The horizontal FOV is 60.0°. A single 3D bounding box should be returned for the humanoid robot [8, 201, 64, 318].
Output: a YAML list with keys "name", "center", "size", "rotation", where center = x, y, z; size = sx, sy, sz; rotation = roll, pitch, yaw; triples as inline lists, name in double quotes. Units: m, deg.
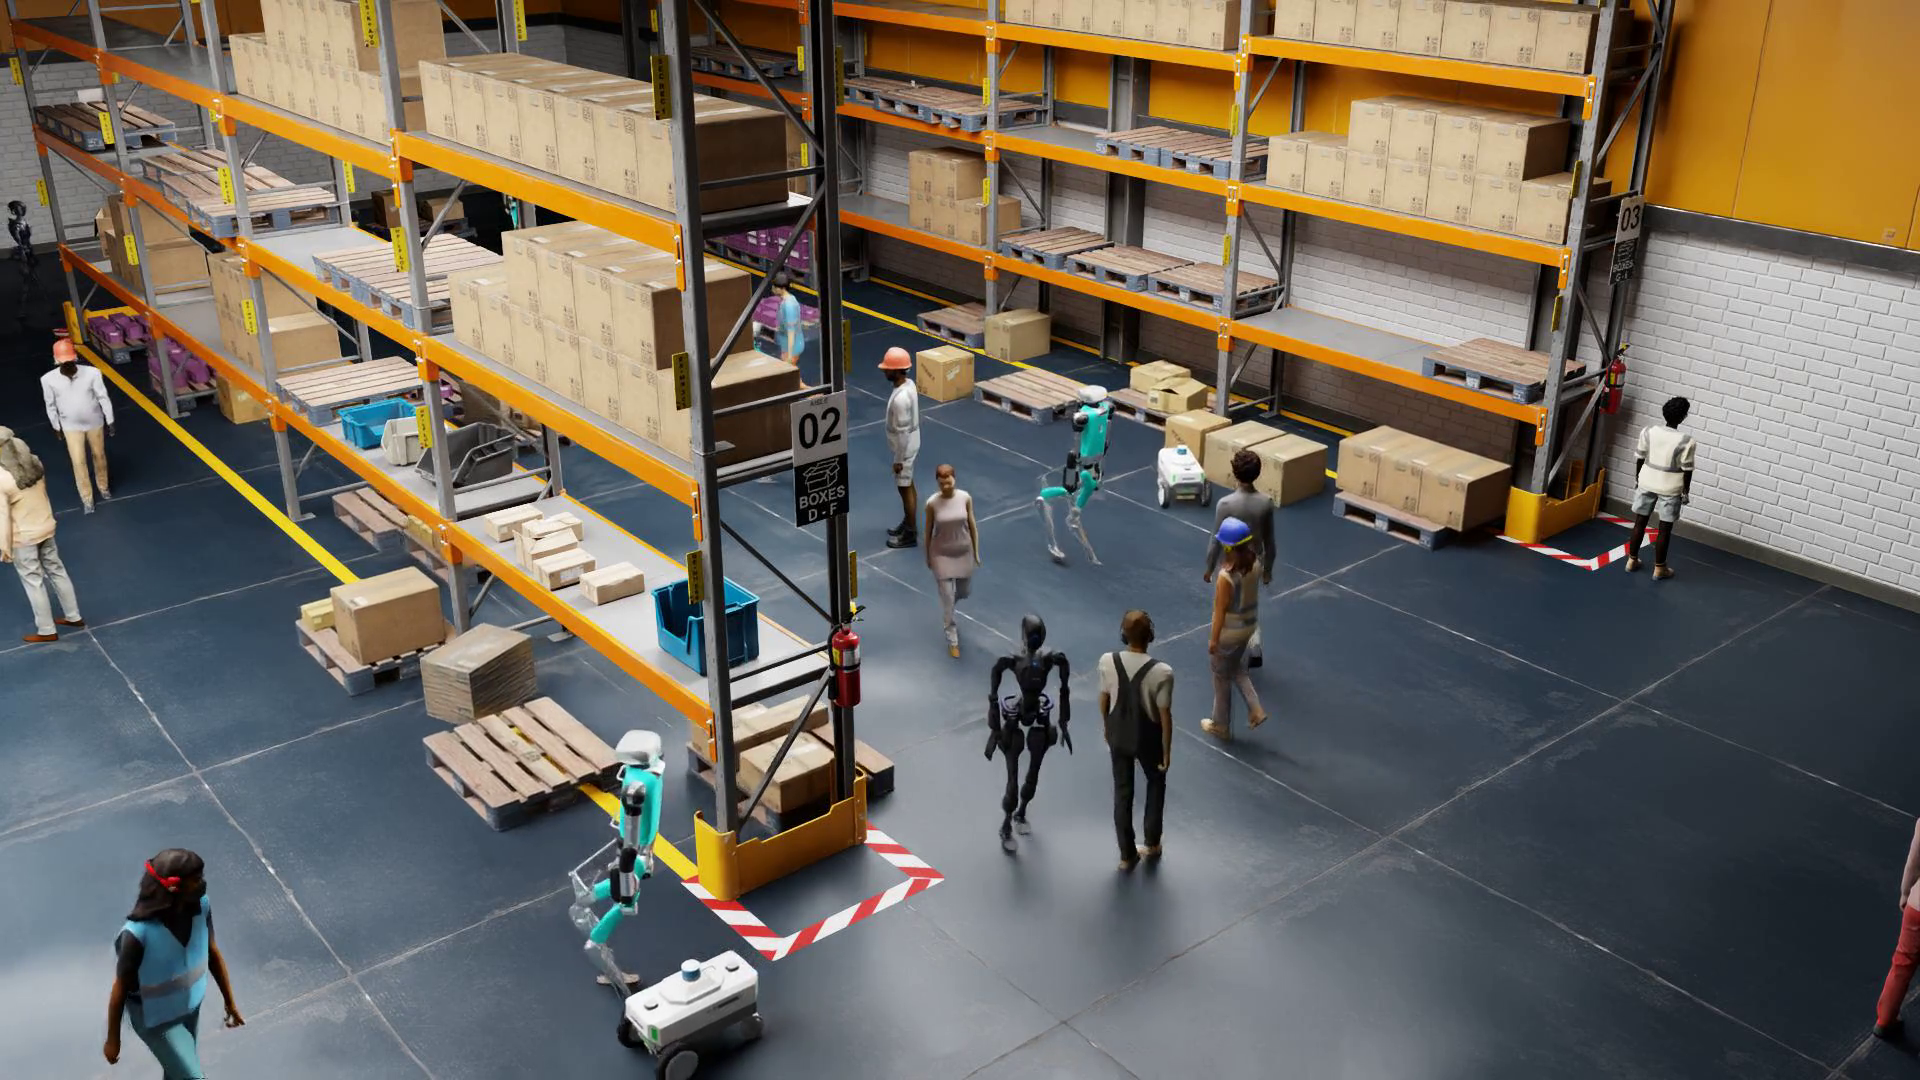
- name: "humanoid robot"
  center: [-12.762, -3.857, 22.843]
  size: [0.757, 1.629, 0.609]
  rotation: [-7, 24, -16]

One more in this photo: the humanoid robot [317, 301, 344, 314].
- name: "humanoid robot"
  center: [-8.896, -3.948, 23.032]
  size: [0.589, 1.646, 0.601]
  rotation: [7, 24, 16]

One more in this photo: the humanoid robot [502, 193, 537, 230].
- name: "humanoid robot"
  center: [-6.833, -5.163, 25.777]
  size: [0.535, 1.770, 0.908]
  rotation: [-4, 24, -9]

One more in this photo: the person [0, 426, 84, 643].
- name: "person"
  center: [-7.716, -0.050, 13.762]
  size: [0.393, 1.865, 0.573]
  rotation: [6, 24, 13]

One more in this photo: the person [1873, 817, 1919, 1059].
- name: "person"
  center: [5.385, 2.030, 9.066]
  size: [0.335, 1.756, 0.516]
  rotation: [-19, 30, -37]

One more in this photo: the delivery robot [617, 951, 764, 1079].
- name: "delivery robot"
  center: [-1.497, 2.622, 9.234]
  size: [0.807, 0.613, 0.499]
  rotation: [-18, 29, -36]

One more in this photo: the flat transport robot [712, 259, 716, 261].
- name: "flat transport robot"
  center: [-3.766, -2.842, 22.224]
  size: [1.431, 0.231, 0.659]
  rotation: [4, 24, 10]

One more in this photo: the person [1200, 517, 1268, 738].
- name: "person"
  center: [2.028, 0.667, 12.202]
  size: [0.489, 1.760, 0.450]
  rotation: [-20, 30, -38]

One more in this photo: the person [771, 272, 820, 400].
- name: "person"
  center: [-1.890, -2.194, 18.865]
  size: [0.548, 1.748, 0.544]
  rotation: [-3, 24, -7]

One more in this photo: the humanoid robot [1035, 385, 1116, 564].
- name: "humanoid robot"
  center: [0.975, -0.595, 15.202]
  size: [0.812, 1.794, 0.531]
  rotation: [19, 30, 37]

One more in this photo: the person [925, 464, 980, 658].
- name: "person"
  center: [-0.084, 0.100, 13.679]
  size: [0.442, 1.630, 0.660]
  rotation: [-6, 24, -14]

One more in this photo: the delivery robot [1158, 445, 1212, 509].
- name: "delivery robot"
  center: [2.235, -0.645, 16.801]
  size: [0.499, 0.614, 0.812]
  rotation: [-2, 23, -5]

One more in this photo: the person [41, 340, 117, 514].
- name: "person"
  center: [-8.668, -1.134, 16.437]
  size: [0.574, 1.715, 0.823]
  rotation: [-13, 26, -27]

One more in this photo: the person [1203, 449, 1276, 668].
- name: "person"
  center: [2.215, 0.196, 13.157]
  size: [0.533, 1.882, 0.454]
  rotation: [-7, 24, -15]

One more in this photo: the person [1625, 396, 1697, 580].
- name: "person"
  center: [6.303, -0.474, 14.938]
  size: [0.317, 1.695, 0.539]
  rotation: [-20, 30, -38]

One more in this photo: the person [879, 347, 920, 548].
- name: "person"
  center: [-0.561, -0.867, 15.551]
  size: [0.370, 1.937, 0.543]
  rotation: [1, 23, 2]

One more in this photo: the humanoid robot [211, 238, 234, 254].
- name: "humanoid robot"
  center: [-9.898, -3.799, 22.700]
  size: [0.588, 1.626, 0.733]
  rotation: [-22, 31, -40]

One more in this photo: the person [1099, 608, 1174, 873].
- name: "person"
  center: [1.131, 1.283, 10.716]
  size: [0.511, 1.819, 0.478]
  rotation: [8, 25, 18]

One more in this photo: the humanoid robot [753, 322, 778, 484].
- name: "humanoid robot"
  center: [-1.809, -1.319, 16.918]
  size: [0.895, 1.830, 0.555]
  rotation: [3, 24, 7]

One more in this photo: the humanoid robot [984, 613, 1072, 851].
- name: "humanoid robot"
  center: [0.457, 1.256, 10.971]
  size: [0.591, 1.650, 0.528]
  rotation: [-5, 24, -12]

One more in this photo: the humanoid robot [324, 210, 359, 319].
- name: "humanoid robot"
  center: [-8.334, -3.660, 22.292]
  size: [0.535, 1.797, 0.818]
  rotation: [1, 23, 2]

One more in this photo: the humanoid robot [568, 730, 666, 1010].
- name: "humanoid robot"
  center: [-2.010, 1.898, 9.436]
  size: [0.780, 1.804, 0.529]
  rotation: [1, 23, 3]

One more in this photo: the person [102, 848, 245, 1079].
- name: "person"
  center: [-3.817, 2.373, 8.183]
  size: [0.811, 1.821, 0.599]
  rotation: [8, 25, 18]
